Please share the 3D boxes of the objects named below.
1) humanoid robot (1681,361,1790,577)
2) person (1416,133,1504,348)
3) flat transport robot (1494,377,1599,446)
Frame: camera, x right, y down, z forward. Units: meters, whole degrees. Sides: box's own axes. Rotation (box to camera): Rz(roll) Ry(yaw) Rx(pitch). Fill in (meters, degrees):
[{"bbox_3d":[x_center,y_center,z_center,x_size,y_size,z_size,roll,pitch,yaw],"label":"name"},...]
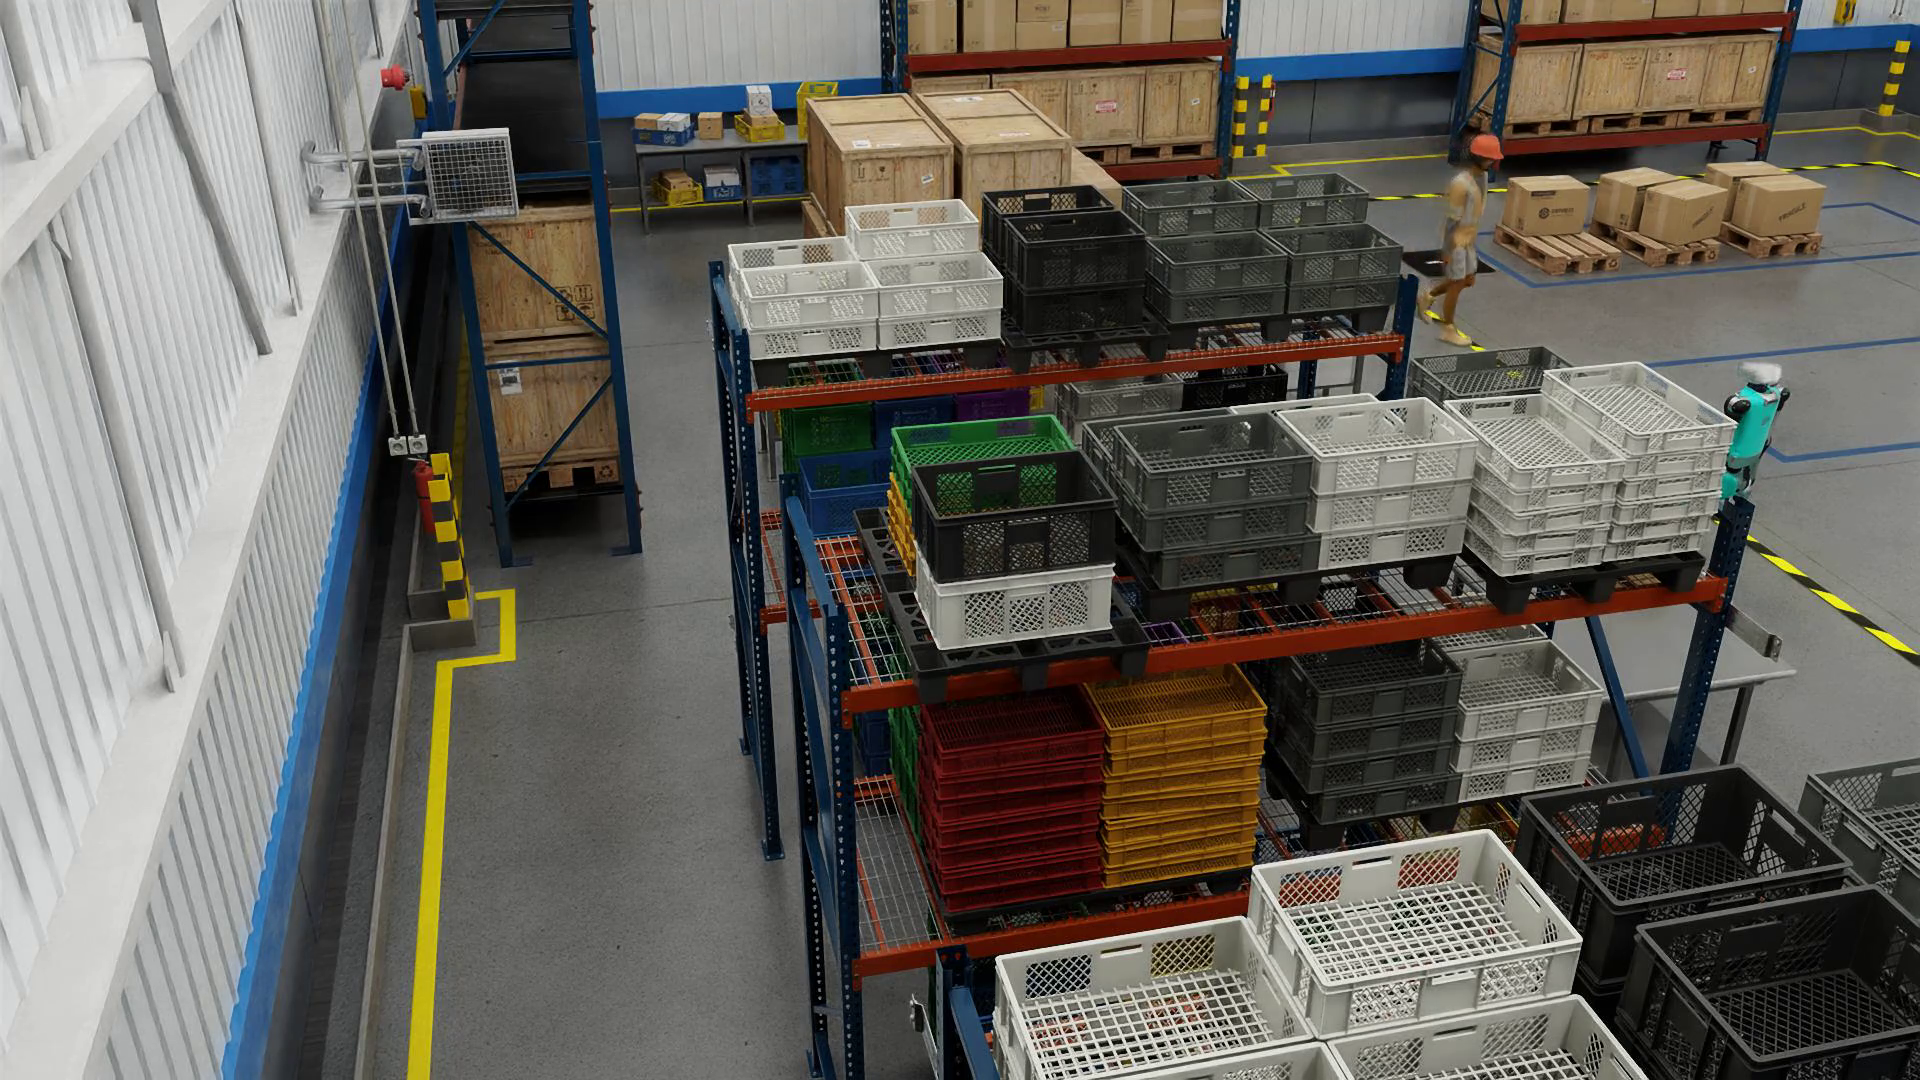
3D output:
[{"bbox_3d":[5.040,-0.483,11.243,0.533,1.677,0.735,-15,31,-26],"label":"humanoid robot"},{"bbox_3d":[4.621,-2.814,15.515,0.647,2.023,0.626,21,34,34],"label":"person"},{"bbox_3d":[4.780,-1.036,14.013,0.659,0.231,1.431,-6,28,-12],"label":"flat transport robot"}]
